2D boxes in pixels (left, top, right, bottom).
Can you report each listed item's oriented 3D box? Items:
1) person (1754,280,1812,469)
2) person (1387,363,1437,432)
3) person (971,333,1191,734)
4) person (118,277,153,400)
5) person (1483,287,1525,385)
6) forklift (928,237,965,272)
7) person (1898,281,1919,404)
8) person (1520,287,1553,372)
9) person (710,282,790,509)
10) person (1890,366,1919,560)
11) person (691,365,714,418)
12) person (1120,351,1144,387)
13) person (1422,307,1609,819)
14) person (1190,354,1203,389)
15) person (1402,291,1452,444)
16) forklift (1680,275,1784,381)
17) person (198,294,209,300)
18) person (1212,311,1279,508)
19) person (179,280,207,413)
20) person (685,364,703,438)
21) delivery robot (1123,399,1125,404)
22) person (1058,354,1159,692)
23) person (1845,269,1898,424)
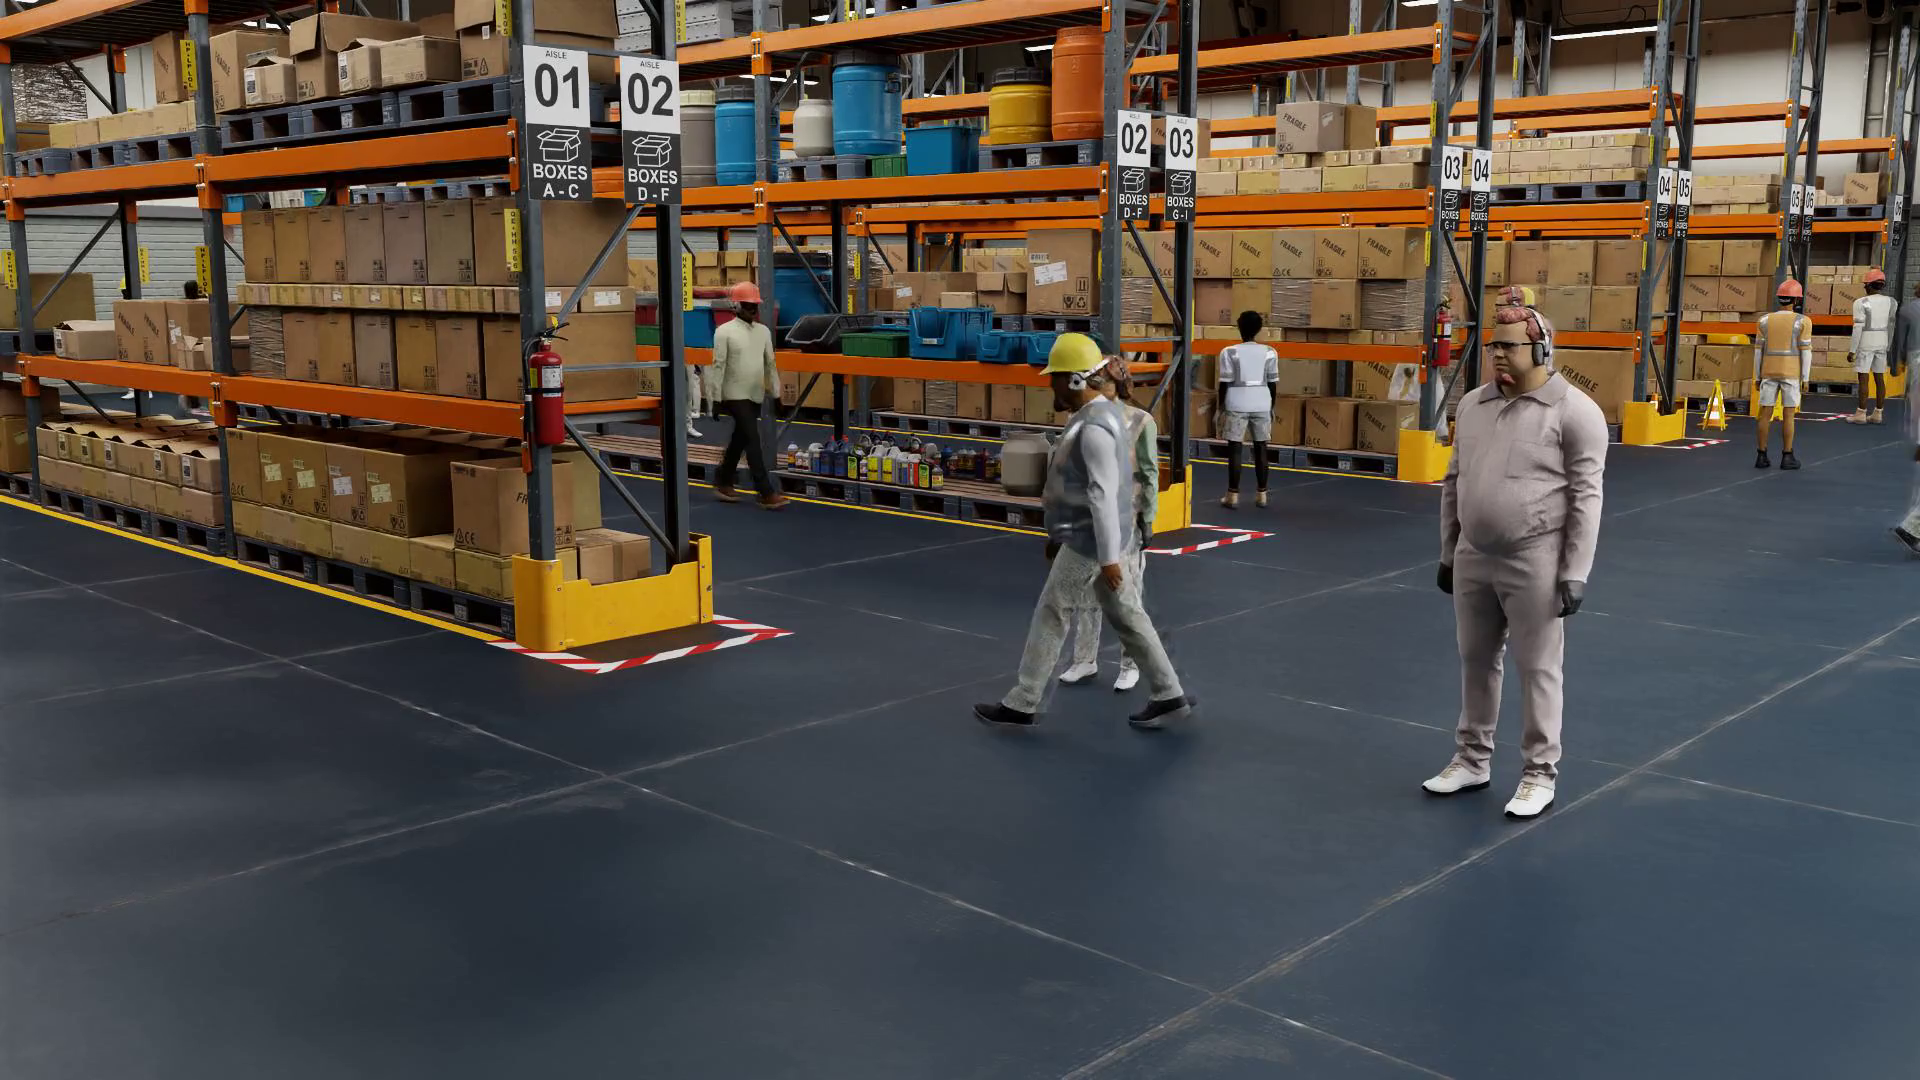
[{"bbox_3d":[8.501,-1.711,17.186,0.356,1.936,0.551,-9,13,-44],"label":"person"},{"bbox_3d":[5.665,-2.255,20.832,0.575,1.843,0.978,-9,13,-43],"label":"person"},{"bbox_3d":[0.586,-0.023,7.365,0.968,1.779,0.575,2,9,10],"label":"person"},{"bbox_3d":[-12.968,-3.165,26.142,0.589,1.924,0.384,2,9,13],"label":"person"},{"bbox_3d":[4.432,-1.087,13.465,0.401,1.904,0.646,-2,9,-9],"label":"person"},{"bbox_3d":[-0.326,-5.817,39.609,1.129,2.768,1.873,9,13,43],"label":"forklift"},{"bbox_3d":[12.764,-2.467,21.960,0.700,1.893,0.782,8,12,39],"label":"person"},{"bbox_3d":[5.439,-1.503,16.131,0.601,1.868,1.018,7,11,35],"label":"person"},{"bbox_3d":[-1.853,-1.265,14.450,1.019,1.944,0.635,7,12,38],"label":"person"},{"bbox_3d":[6.900,-0.746,11.670,0.426,1.811,0.587,6,11,32],"label":"person"},{"bbox_3d":[-3.599,-2.499,22.941,0.501,1.636,0.278,-8,12,-41],"label":"person"},{"bbox_3d":[2.065,-2.295,20.913,0.984,1.883,0.568,8,12,40],"label":"person"},{"bbox_3d":[2.079,0.079,6.310,0.409,1.907,0.651,-7,12,-37],"label":"person"},{"bbox_3d":[3.147,-2.428,22.514,0.504,1.617,0.521,8,13,42],"label":"person"},{"bbox_3d":[5.452,-2.060,19.662,0.957,1.843,0.595,3,10,19],"label":"person"},{"bbox_3d":[12.480,-3.427,27.053,1.214,2.155,2.313,9,13,43],"label":"forklift"},{"bbox_3d":[-12.834,-3.465,28.287,0.587,1.825,0.404,-5,11,-29],"label":"person"},{"bbox_3d":[2.473,-1.127,14.363,0.552,1.688,0.337,-1,9,-8],"label":"person"},{"bbox_3d":[-10.966,-2.748,23.657,0.607,1.897,0.722,1,9,8],"label":"person"},{"bbox_3d":[-3.357,-2.172,20.221,0.313,1.869,0.538,8,12,39],"label":"person"},{"bbox_3d":[2.128,-2.038,23.267,0.477,0.478,0.707,-9,12,-42],"label":"delivery robot"},{"bbox_3d":[0.724,-0.088,8.148,0.525,1.639,0.307,6,11,33],"label":"person"},{"bbox_3d":[12.100,-2.569,22.122,0.605,2.045,0.387,-1,9,-8],"label":"person"}]
